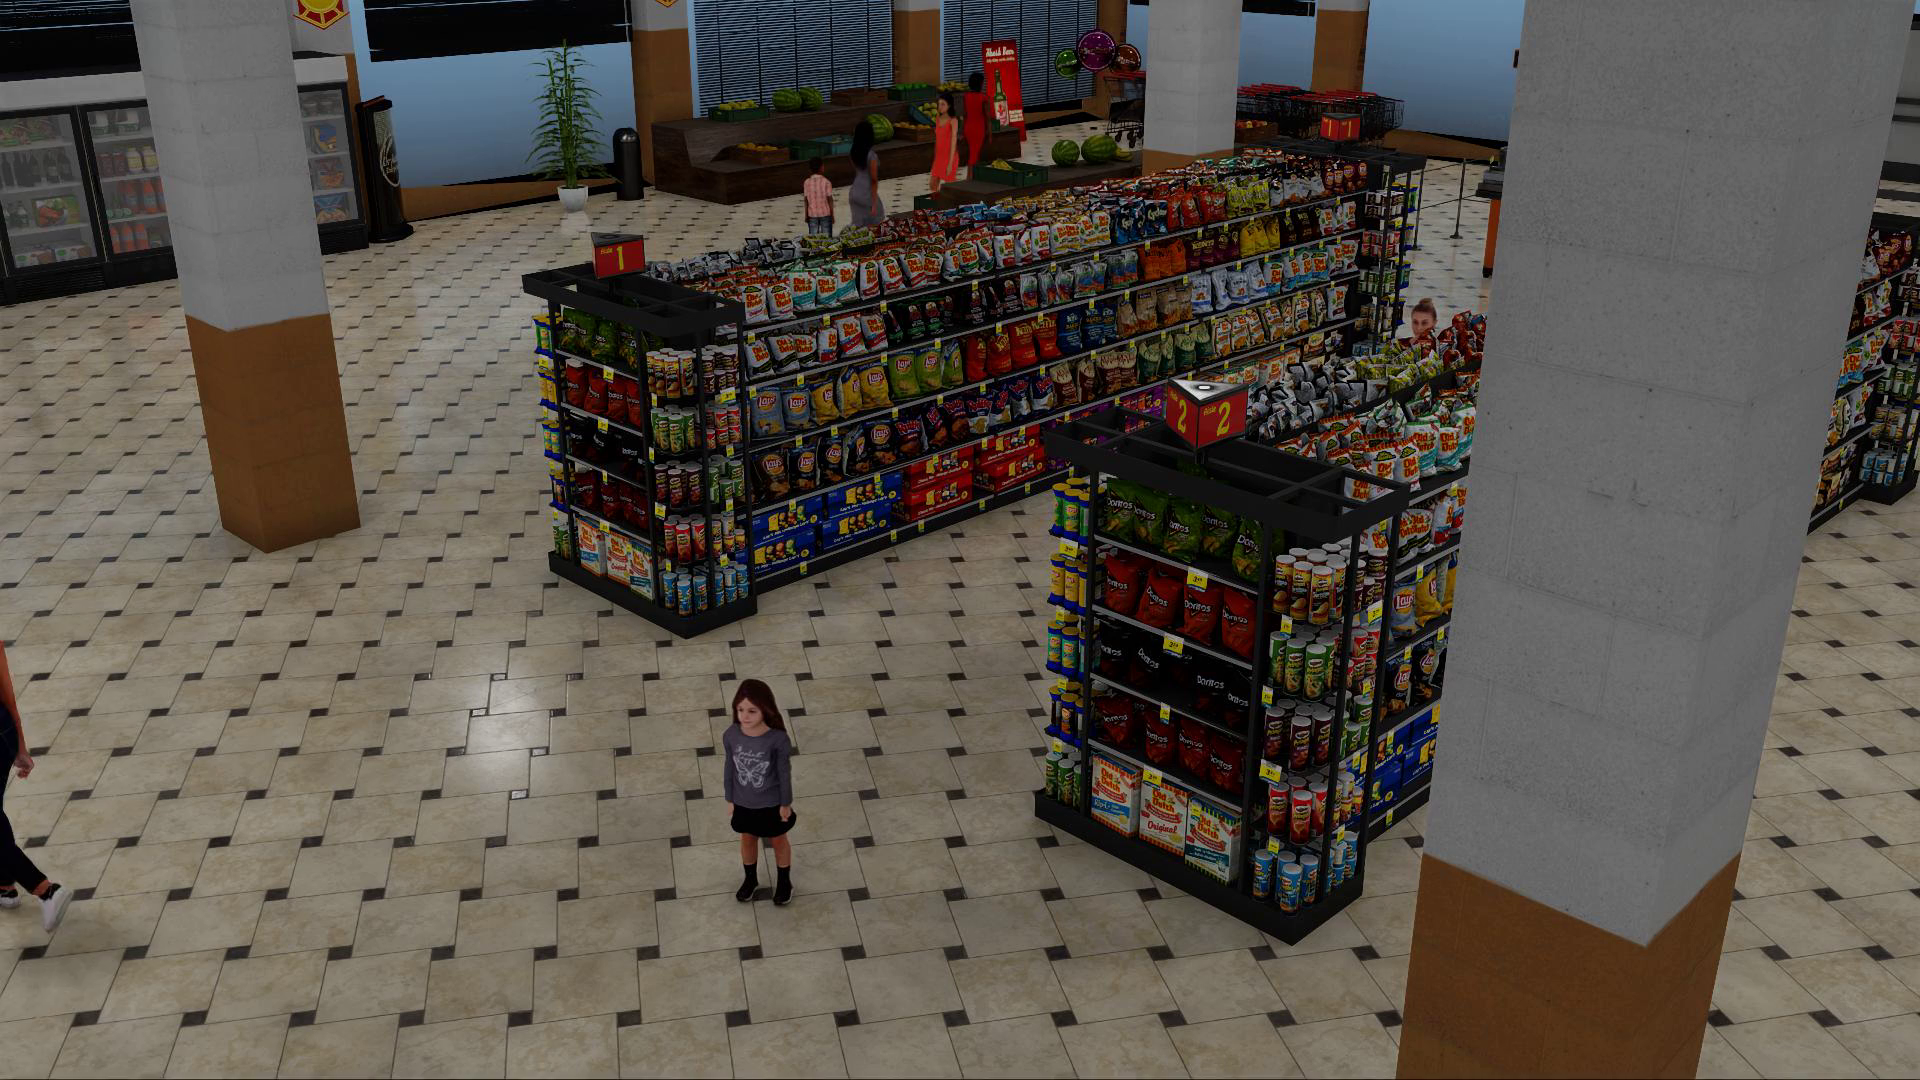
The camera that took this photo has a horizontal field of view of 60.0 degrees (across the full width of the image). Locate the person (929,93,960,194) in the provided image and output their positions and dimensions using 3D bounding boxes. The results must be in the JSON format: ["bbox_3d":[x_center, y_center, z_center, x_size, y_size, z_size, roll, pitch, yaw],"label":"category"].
[{"bbox_3d":[-0.116,-4.887,21.475,0.596,1.705,0.577,18,28,38],"label":"person"}]

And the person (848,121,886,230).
[{"bbox_3d":[-1.133,-3.737,18.557,0.692,1.747,1.056,15,26,33],"label":"person"}]

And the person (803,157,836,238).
[{"bbox_3d":[-1.630,-3.770,19.229,0.584,1.308,0.633,2,22,5],"label":"person"}]

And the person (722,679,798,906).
[{"bbox_3d":[-0.882,1.106,7.365,0.532,1.105,0.566,5,22,11],"label":"person"}]

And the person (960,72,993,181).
[{"bbox_3d":[0.163,-5.669,23.416,0.722,1.709,1.100,13,25,30],"label":"person"}]

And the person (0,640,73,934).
[{"bbox_3d":[-4.131,0.951,7.077,0.860,1.608,1.009,10,24,23],"label":"person"}]
